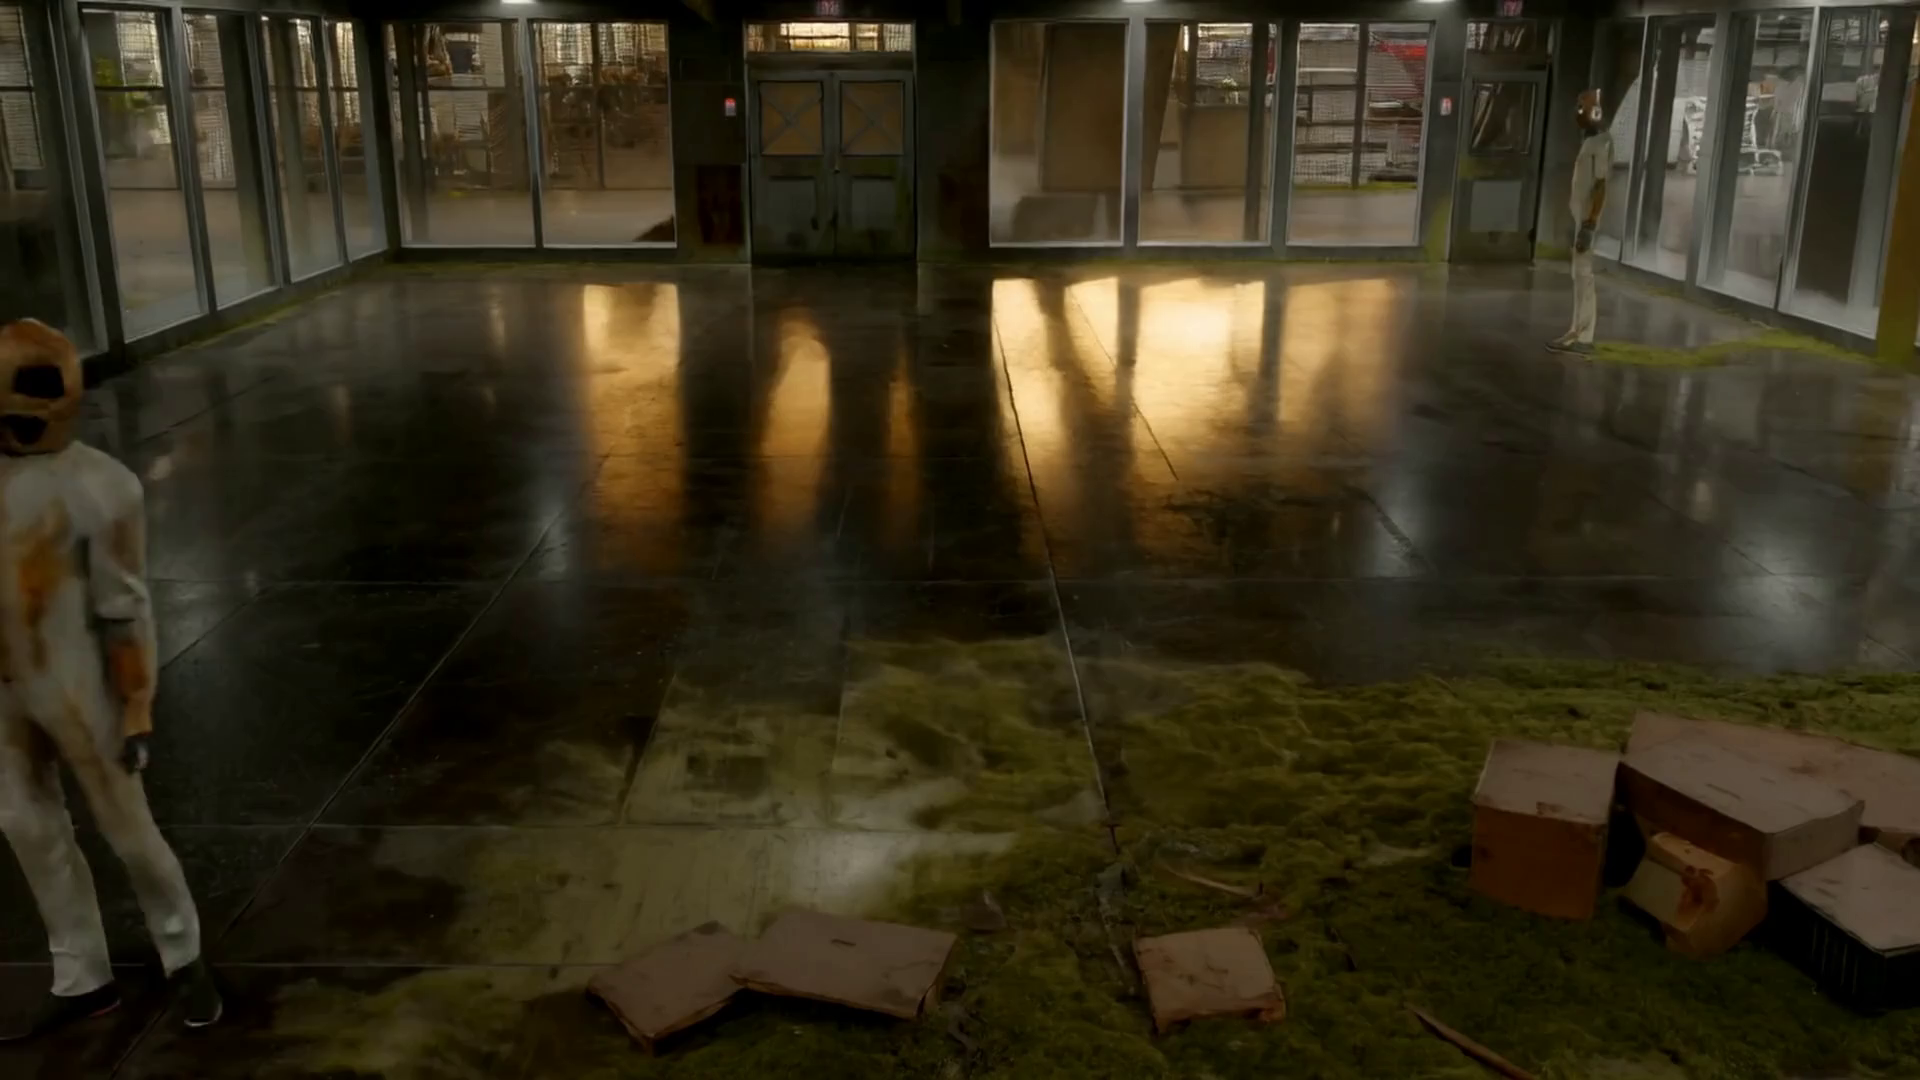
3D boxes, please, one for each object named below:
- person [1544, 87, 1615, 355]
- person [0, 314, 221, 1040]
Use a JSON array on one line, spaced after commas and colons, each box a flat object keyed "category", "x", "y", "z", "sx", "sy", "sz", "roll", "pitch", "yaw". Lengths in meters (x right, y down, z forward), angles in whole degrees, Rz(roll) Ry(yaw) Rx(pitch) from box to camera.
[{"category": "person", "x": 4.428, "y": -2.245, "z": 11.812, "sx": 0.328, "sy": 1.873, "sz": 0.520, "roll": 4, "pitch": 17, "yaw": 12}, {"category": "person", "x": -1.920, "y": 0.322, "z": 3.539, "sx": 0.567, "sy": 1.617, "sz": 0.349, "roll": 2, "pitch": 17, "yaw": 8}]
